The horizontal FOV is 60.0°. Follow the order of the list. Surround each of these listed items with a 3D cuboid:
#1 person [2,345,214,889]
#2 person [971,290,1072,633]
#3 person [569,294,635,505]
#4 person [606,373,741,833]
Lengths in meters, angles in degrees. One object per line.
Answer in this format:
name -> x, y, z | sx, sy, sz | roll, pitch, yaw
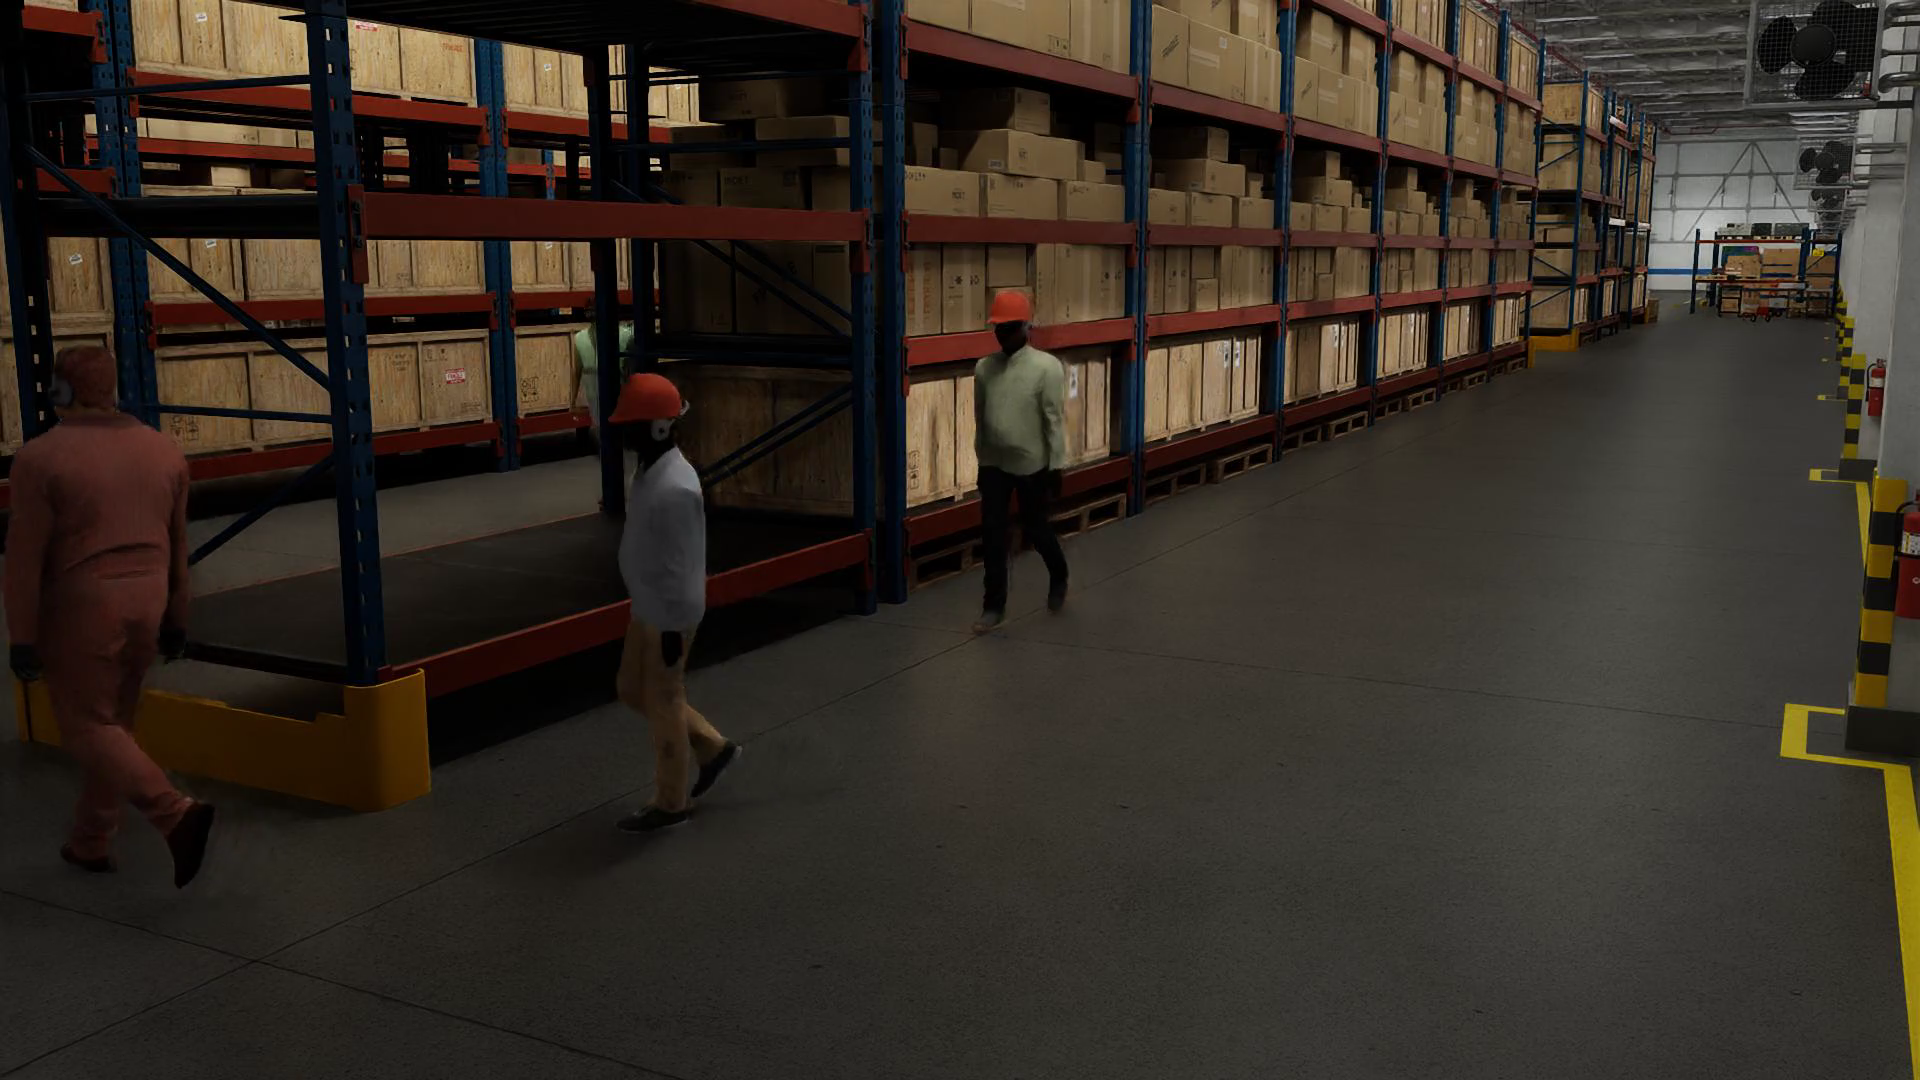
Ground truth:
person -> -2.885, 0.272, 5.721 | 0.785, 1.870, 0.672 | 5, 11, 27
person -> 0.364, -0.473, 9.736 | 0.624, 1.967, 0.851 | 6, 11, 31
person -> -3.065, -1.180, 14.230 | 0.594, 1.819, 0.646 | 3, 10, 18
person -> -1.098, 0.235, 6.273 | 0.437, 1.737, 0.584 | -4, 10, -21
